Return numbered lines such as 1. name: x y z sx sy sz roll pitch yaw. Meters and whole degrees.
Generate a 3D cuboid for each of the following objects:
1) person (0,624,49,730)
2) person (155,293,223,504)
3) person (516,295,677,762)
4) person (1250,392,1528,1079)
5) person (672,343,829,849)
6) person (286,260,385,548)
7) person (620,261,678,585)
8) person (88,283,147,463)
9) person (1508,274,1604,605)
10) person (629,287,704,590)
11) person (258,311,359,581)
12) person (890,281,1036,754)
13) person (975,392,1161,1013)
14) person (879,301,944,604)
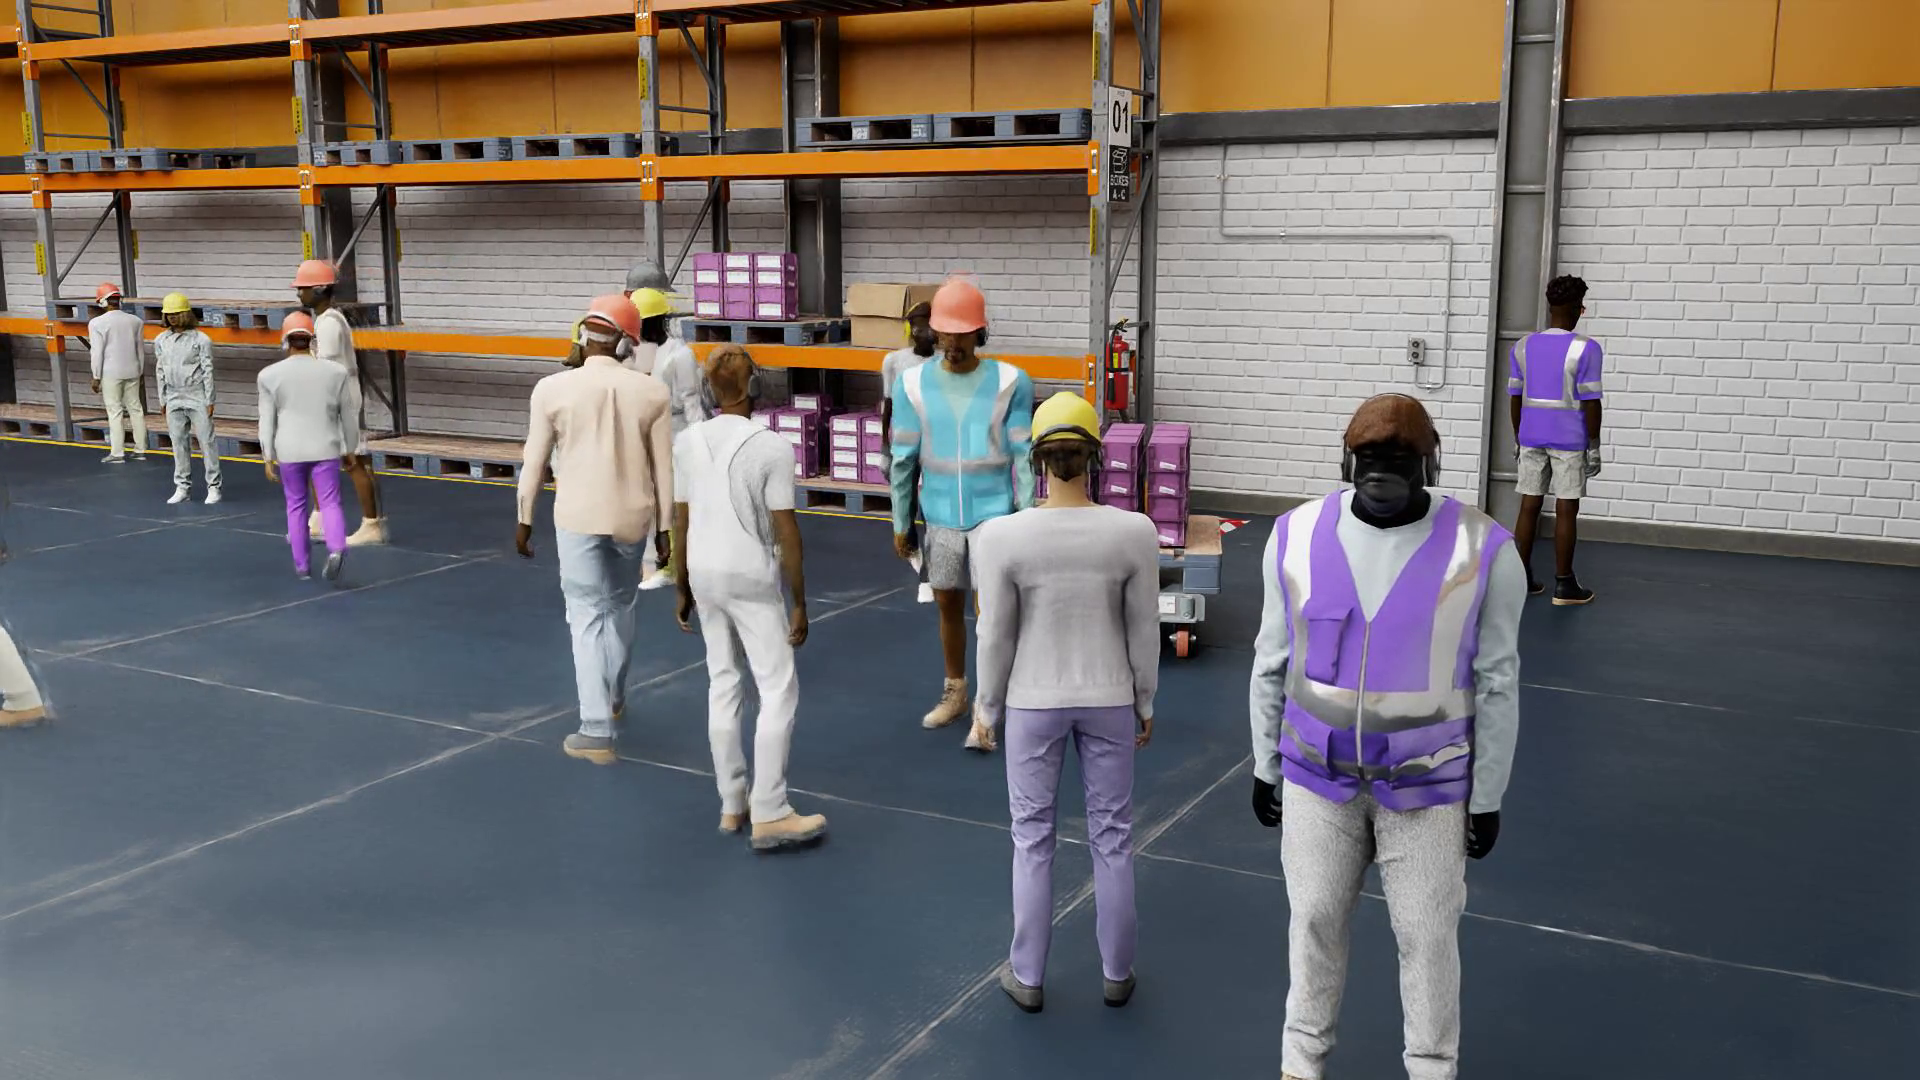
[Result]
1. person: -4.528 -0.028 7.313 0.955 1.794 0.527 0 10 -1
2. person: -6.339 -1.149 13.624 0.484 1.736 0.343 1 10 5
3. person: -1.563 -0.078 7.202 0.624 1.929 0.921 -6 12 -28
4. person: 0.990 0.562 3.966 0.629 1.835 0.429 5 12 26
5. person: -0.797 0.199 6.055 0.627 1.812 0.462 5 12 26
6. person: -4.461 -0.929 11.608 0.791 2.014 0.612 -5 11 -24
7. person: -1.930 -0.744 10.550 0.538 2.000 0.689 -5 12 -27
8. person: -8.208 -1.627 16.203 0.336 1.743 0.563 5 12 27
9. person: 3.565 -0.596 9.945 0.367 1.966 0.604 -8 13 -38
10. person: -1.744 -0.636 10.397 0.719 1.890 0.600 -9 14 -42
11. person: -4.094 -0.576 10.499 0.599 1.726 0.645 -5 12 -26
12. person: 0.000 -0.093 7.136 0.640 2.002 0.793 2 11 10
13. person: 0.300 0.465 4.700 0.523 1.760 0.327 -1 10 -4
14. person: -0.248 -0.574 10.255 0.528 1.820 0.876 -1 10 -3
